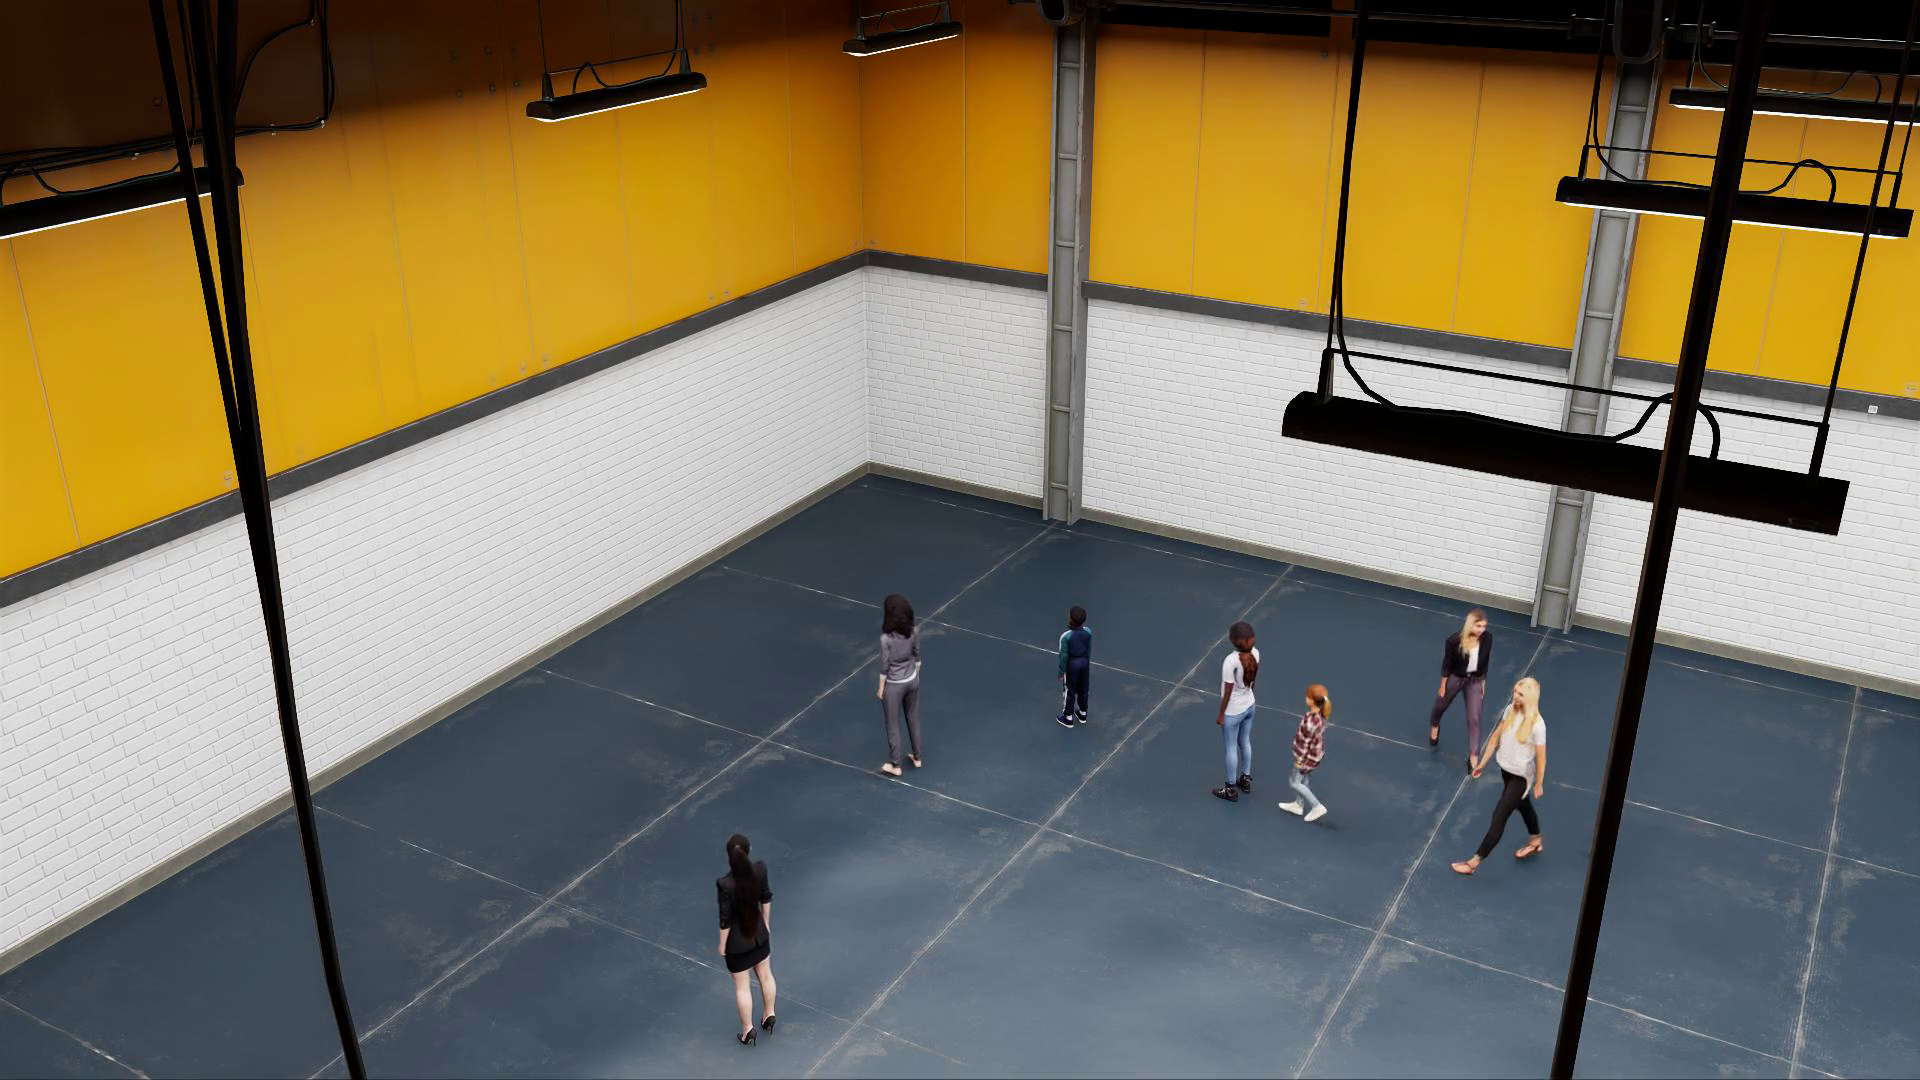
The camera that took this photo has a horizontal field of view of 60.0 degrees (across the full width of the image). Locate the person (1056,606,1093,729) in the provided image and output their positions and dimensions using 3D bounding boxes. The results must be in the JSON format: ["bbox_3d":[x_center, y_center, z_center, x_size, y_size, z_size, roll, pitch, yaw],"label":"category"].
[{"bbox_3d":[1.109,1.204,15.999,0.571,1.256,0.600,-12,26,-26],"label":"person"}]

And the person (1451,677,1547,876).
[{"bbox_3d":[4.650,1.930,13.691,1.171,1.773,1.197,-9,25,-20],"label":"person"}]

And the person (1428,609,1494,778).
[{"bbox_3d":[4.593,1.320,15.312,1.130,1.594,1.060,0,24,0],"label":"person"}]

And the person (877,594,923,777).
[{"bbox_3d":[-0.545,1.310,15.123,0.672,1.762,0.655,-16,28,-32],"label":"person"}]

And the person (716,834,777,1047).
[{"bbox_3d":[-1.505,2.816,11.761,0.658,1.697,0.625,-20,31,-38],"label":"person"}]

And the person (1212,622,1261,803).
[{"bbox_3d":[2.465,1.504,14.734,0.650,1.719,0.623,-20,30,-37],"label":"person"}]

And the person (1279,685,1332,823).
[{"bbox_3d":[3.068,1.865,14.437,0.675,1.295,0.548,11,26,24],"label":"person"}]
